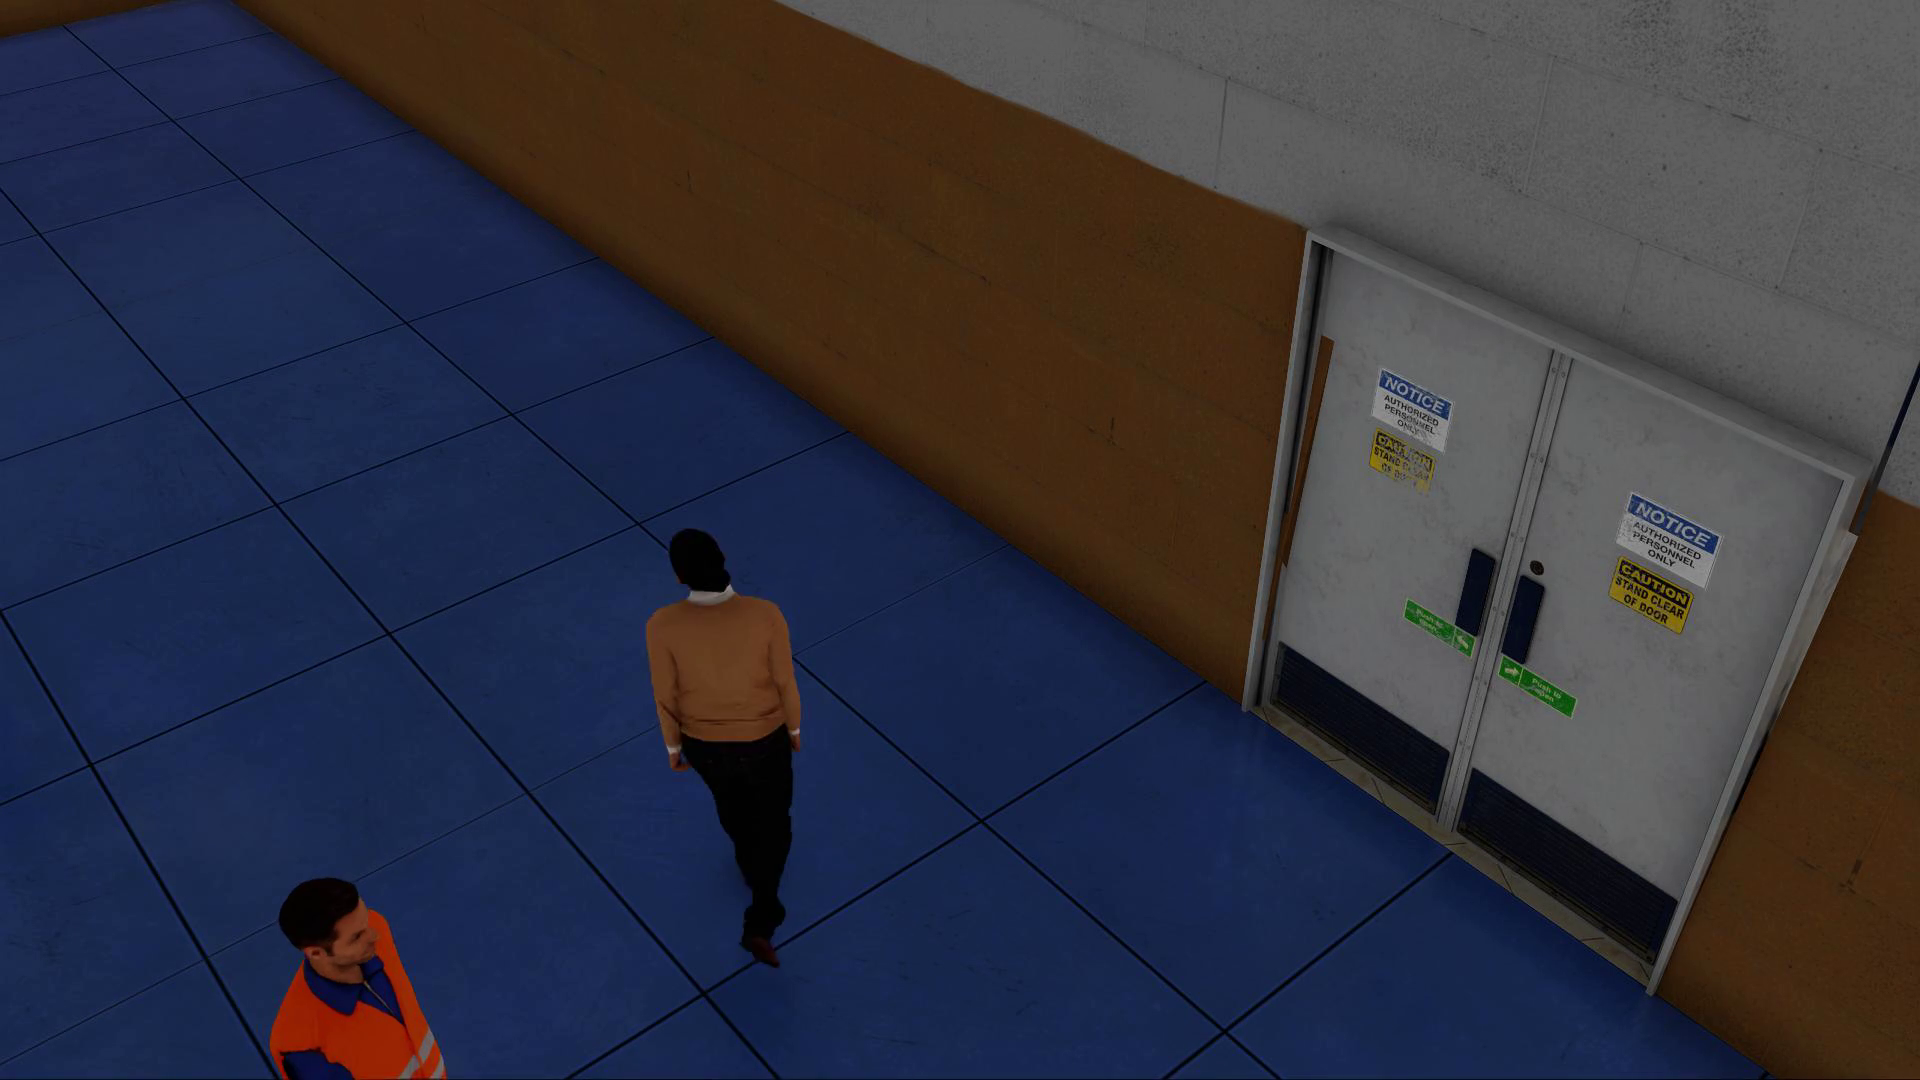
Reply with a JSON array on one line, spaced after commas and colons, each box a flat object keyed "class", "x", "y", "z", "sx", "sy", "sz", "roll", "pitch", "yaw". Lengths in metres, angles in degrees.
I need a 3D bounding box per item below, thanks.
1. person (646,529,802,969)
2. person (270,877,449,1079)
[{"class": "person", "x": -0.799, "y": 0.753, "z": 5.836, "sx": 1.102, "sy": 1.721, "sz": 1.099, "roll": -2, "pitch": 37, "yaw": -2}, {"class": "person", "x": -1.612, "y": 1.586, "z": 4.609, "sx": 0.853, "sy": 1.861, "sz": 0.792, "roll": 3, "pitch": 37, "yaw": 4}]
